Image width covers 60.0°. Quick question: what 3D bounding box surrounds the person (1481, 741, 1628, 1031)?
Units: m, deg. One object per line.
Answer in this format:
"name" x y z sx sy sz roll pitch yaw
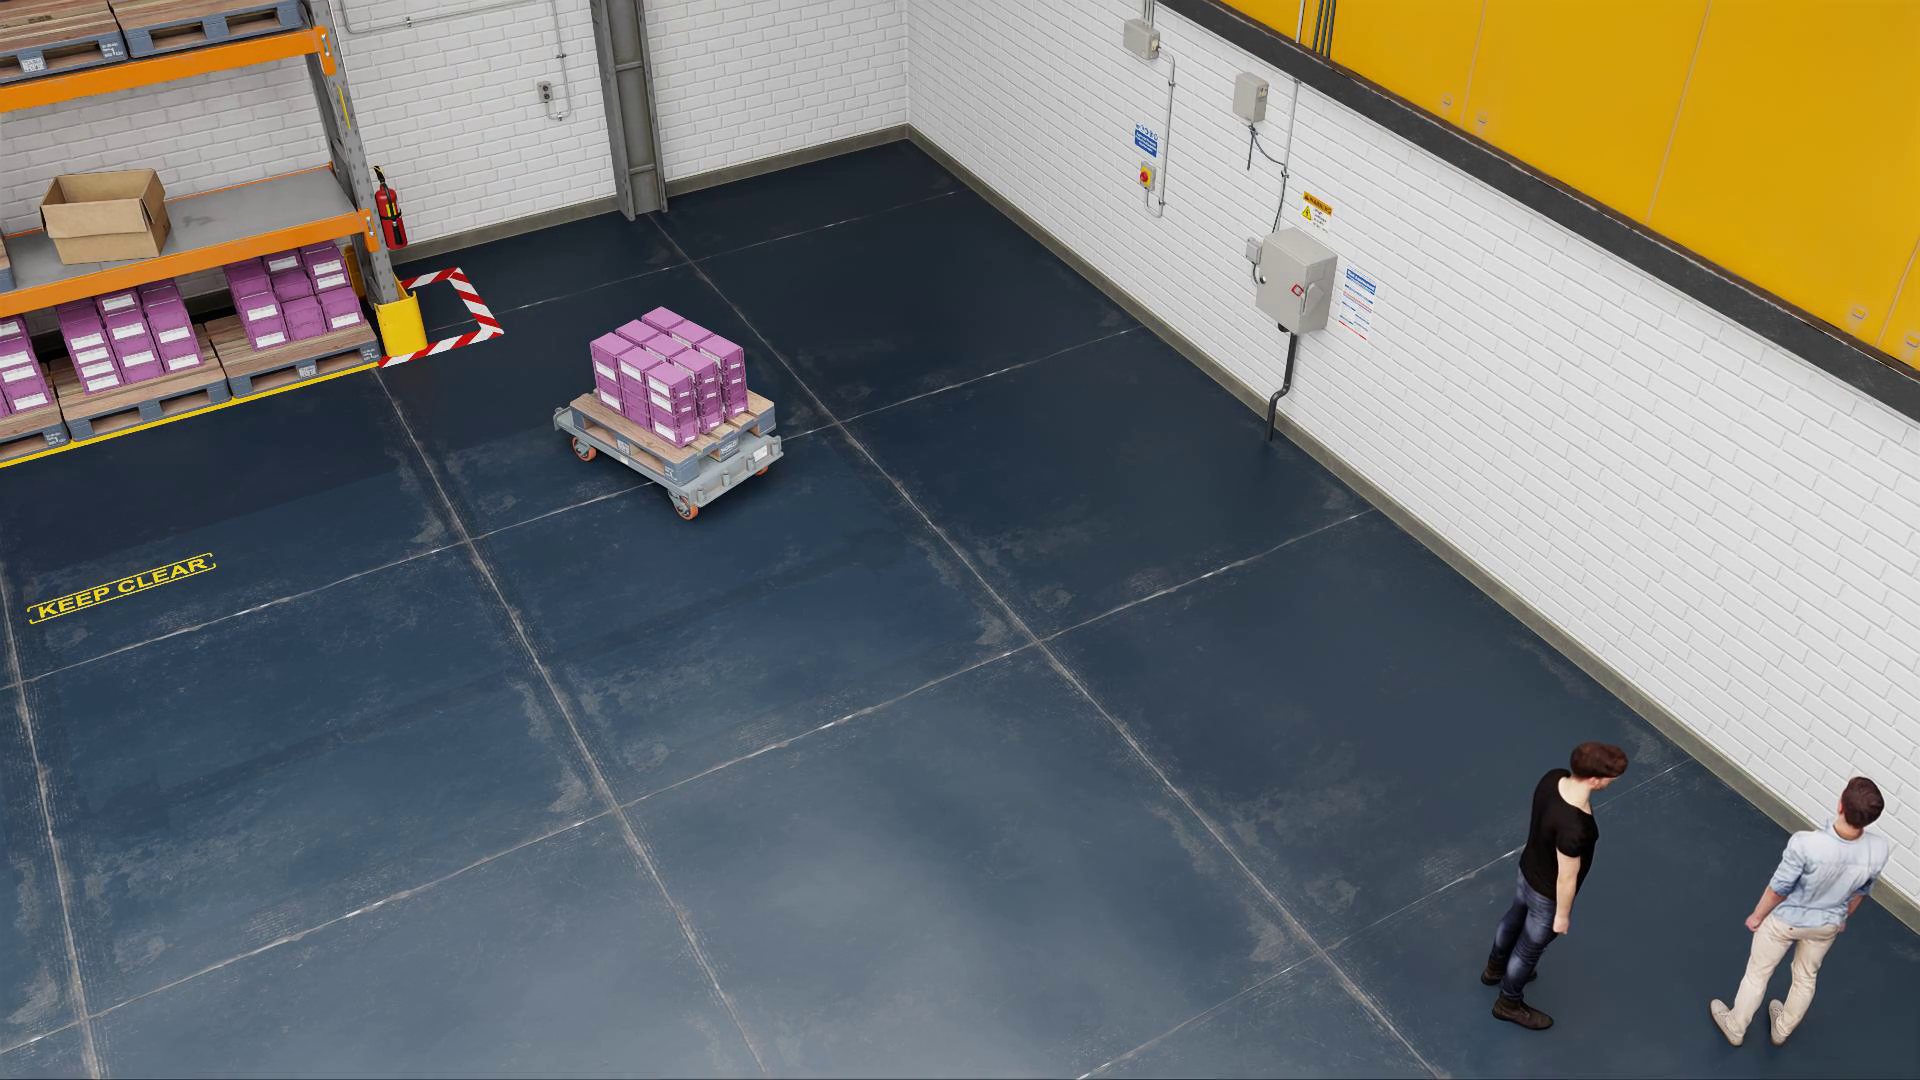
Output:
"person" 2.962 1.720 8.410 0.769 1.894 0.763 1 39 2

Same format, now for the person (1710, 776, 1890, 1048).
"person" 4.192 1.868 8.263 0.677 1.847 0.793 2 39 2
